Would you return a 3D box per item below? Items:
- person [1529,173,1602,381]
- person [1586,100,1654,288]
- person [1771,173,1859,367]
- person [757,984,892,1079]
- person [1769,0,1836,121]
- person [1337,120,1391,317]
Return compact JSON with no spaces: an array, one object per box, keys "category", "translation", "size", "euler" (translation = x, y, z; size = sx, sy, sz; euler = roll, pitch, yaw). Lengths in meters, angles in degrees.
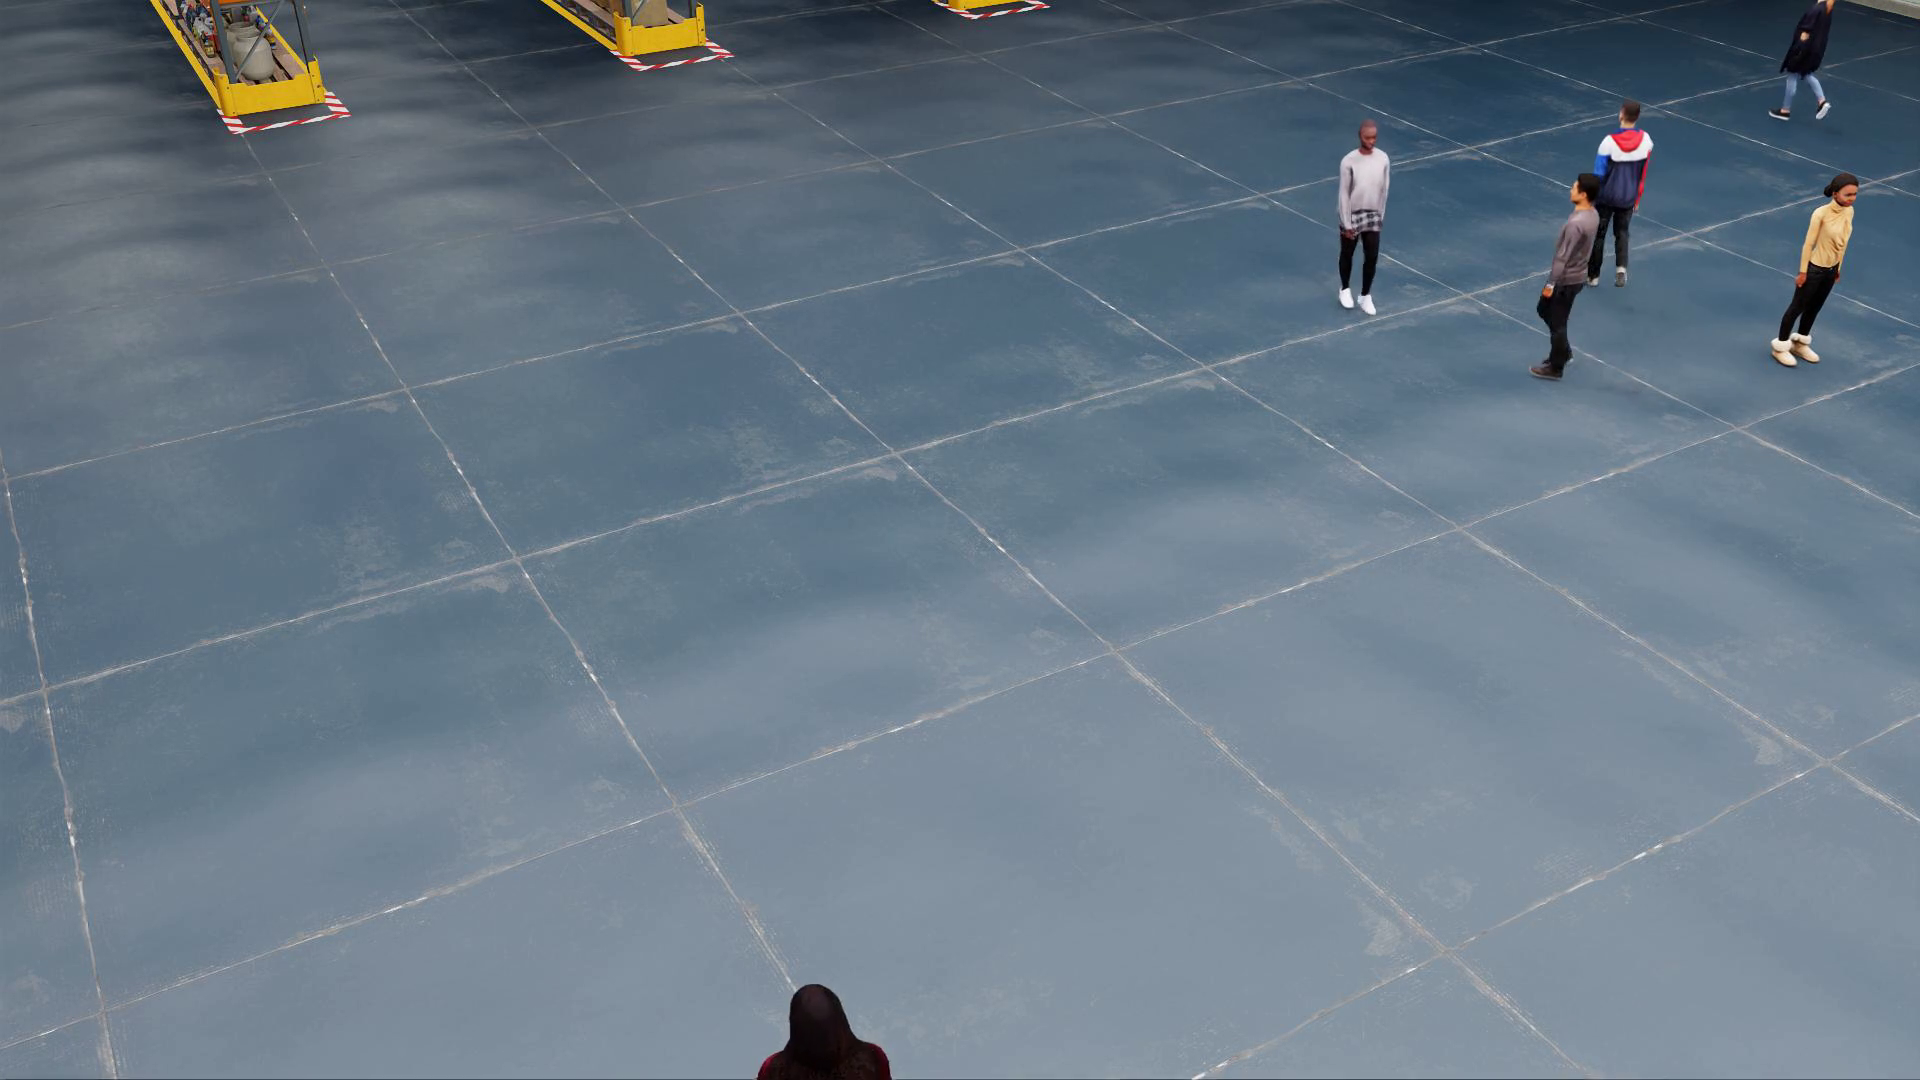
[{"category":"person","translation":[5.010,-2.098,13.493],"size":[0.790,1.759,0.766],"euler":[22,38,31]},{"category":"person","translation":[5.975,-3.081,15.061],"size":[0.875,1.747,0.984],"euler":[0,32,0]},{"category":"person","translation":[7.152,-2.267,13.854],"size":[0.608,1.659,0.574],"euler":[-12,34,-18]},{"category":"person","translation":[-0.487,2.431,6.341],"size":[0.847,1.729,0.998],"euler":[-6,33,-9]},{"category":"person","translation":[9.852,-5.620,19.160],"size":[0.631,1.670,0.901],"euler":[-19,37,-27]},{"category":"person","translation":[3.520,-2.911,14.786],"size":[0.787,1.754,0.855],"euler":[-4,32,-6]}]
